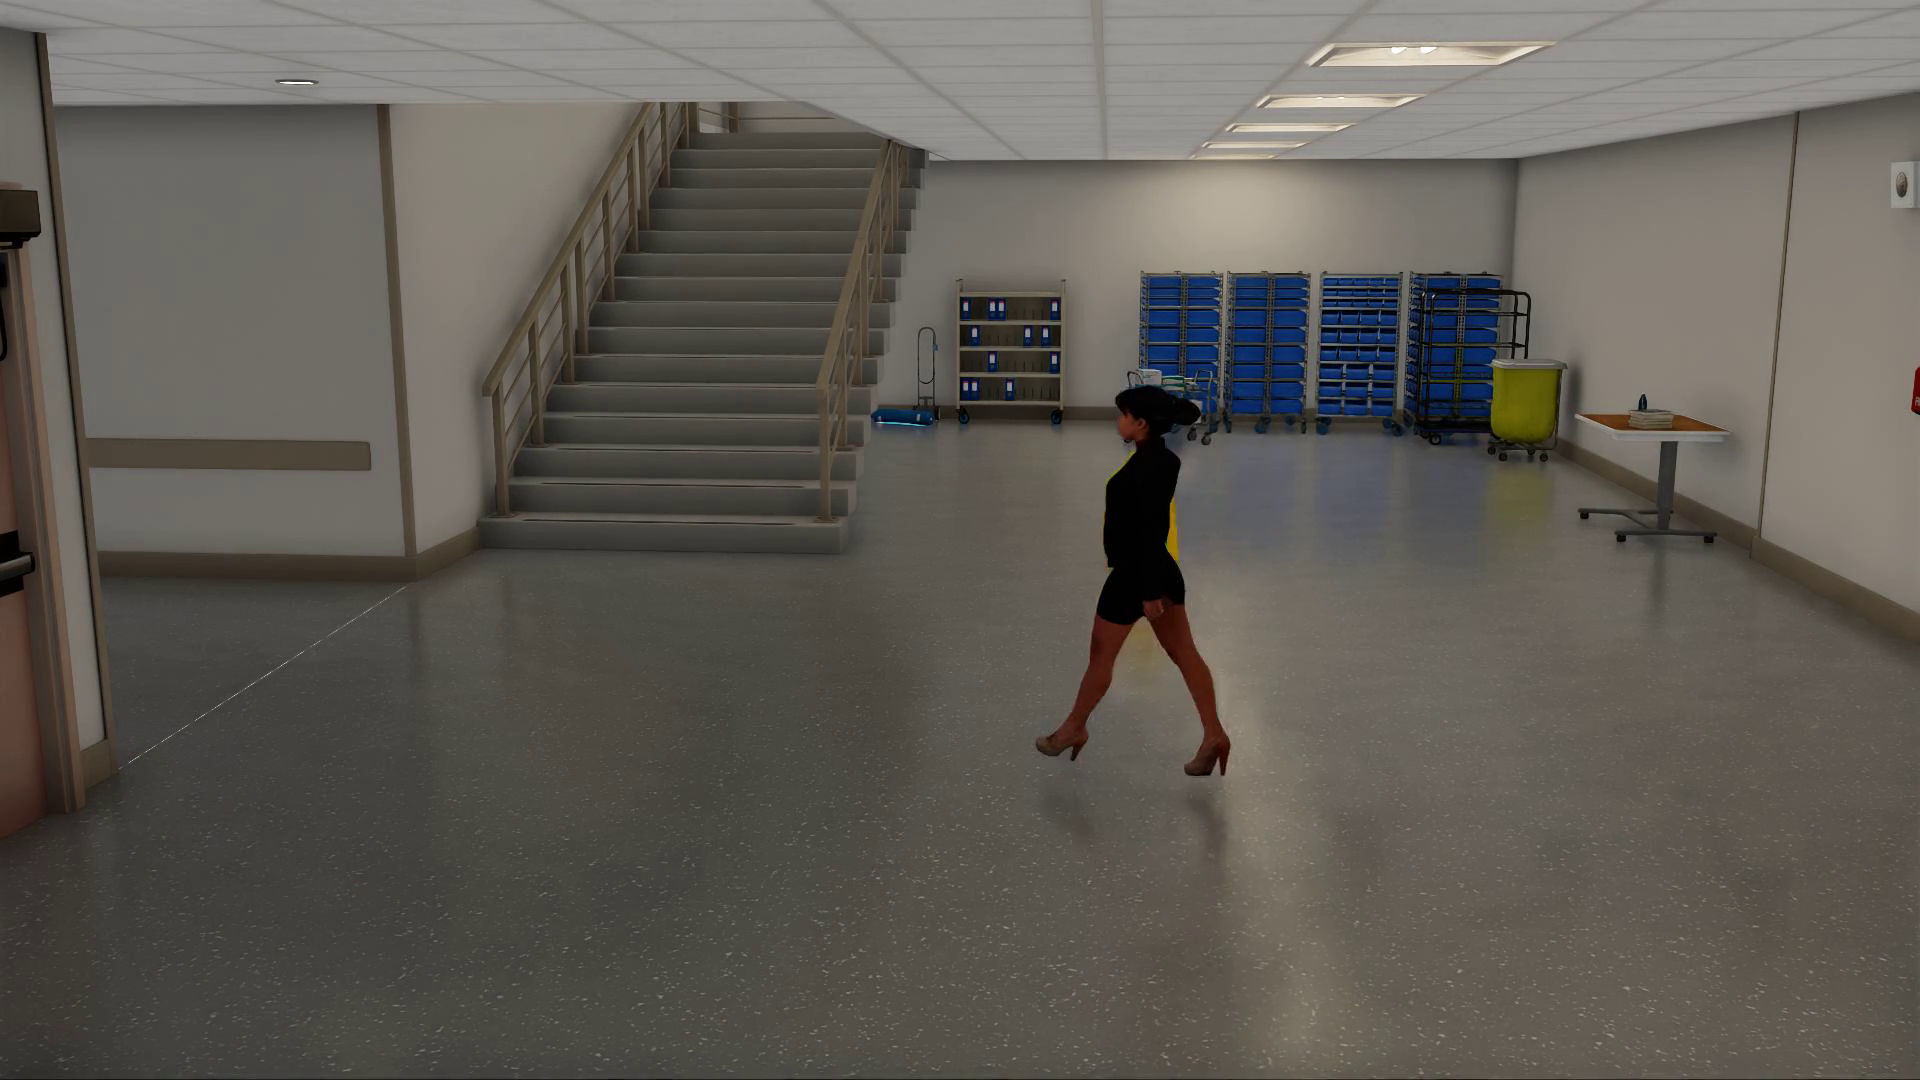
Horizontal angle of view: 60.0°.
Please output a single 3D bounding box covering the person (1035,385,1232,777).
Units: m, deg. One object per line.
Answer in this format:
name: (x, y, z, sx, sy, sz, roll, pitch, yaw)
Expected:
person: (0.821, 0.224, 6.677, 0.896, 1.586, 1.063, 5, 12, 25)
